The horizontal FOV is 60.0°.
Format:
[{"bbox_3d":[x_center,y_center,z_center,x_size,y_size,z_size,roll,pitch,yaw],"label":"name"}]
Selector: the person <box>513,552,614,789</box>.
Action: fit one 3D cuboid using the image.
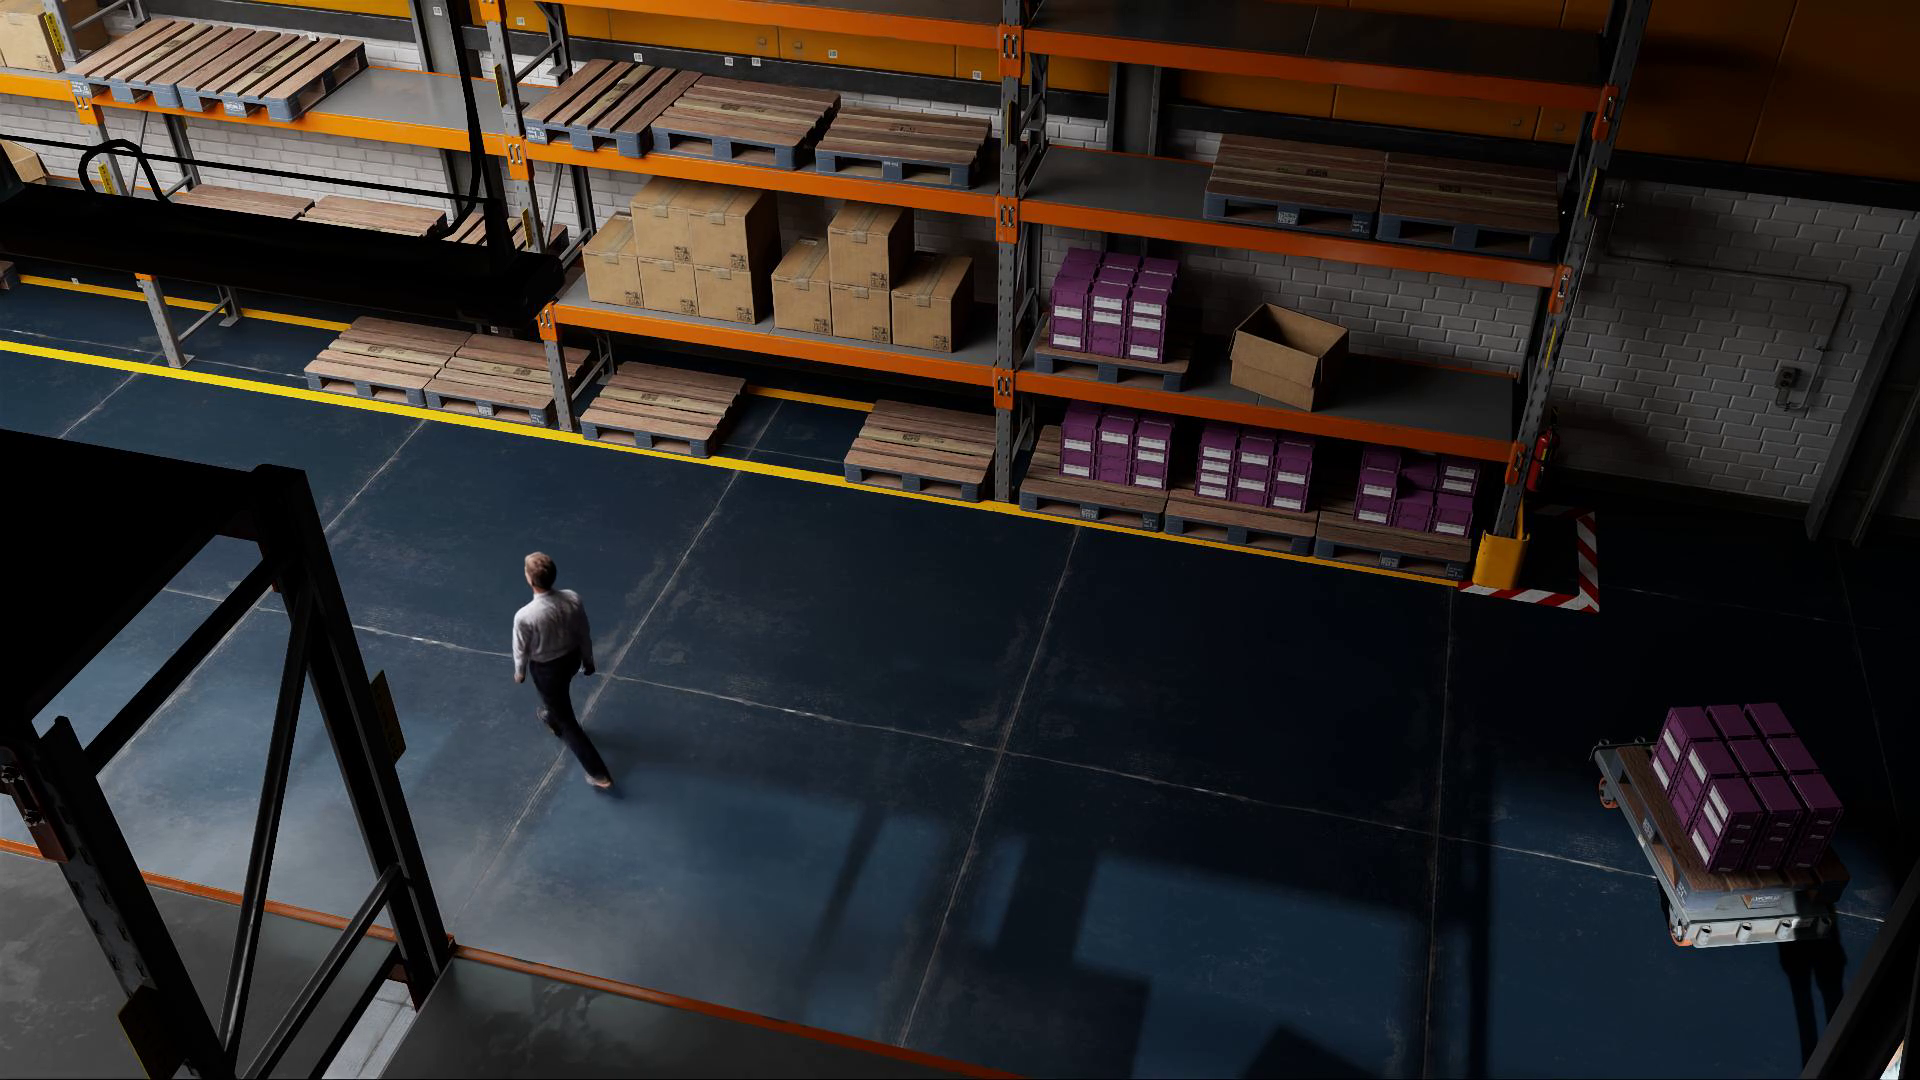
[{"bbox_3d":[-2.644,0.896,11.055,1.065,1.778,1.322,-32,48,-34],"label":"person"}]
